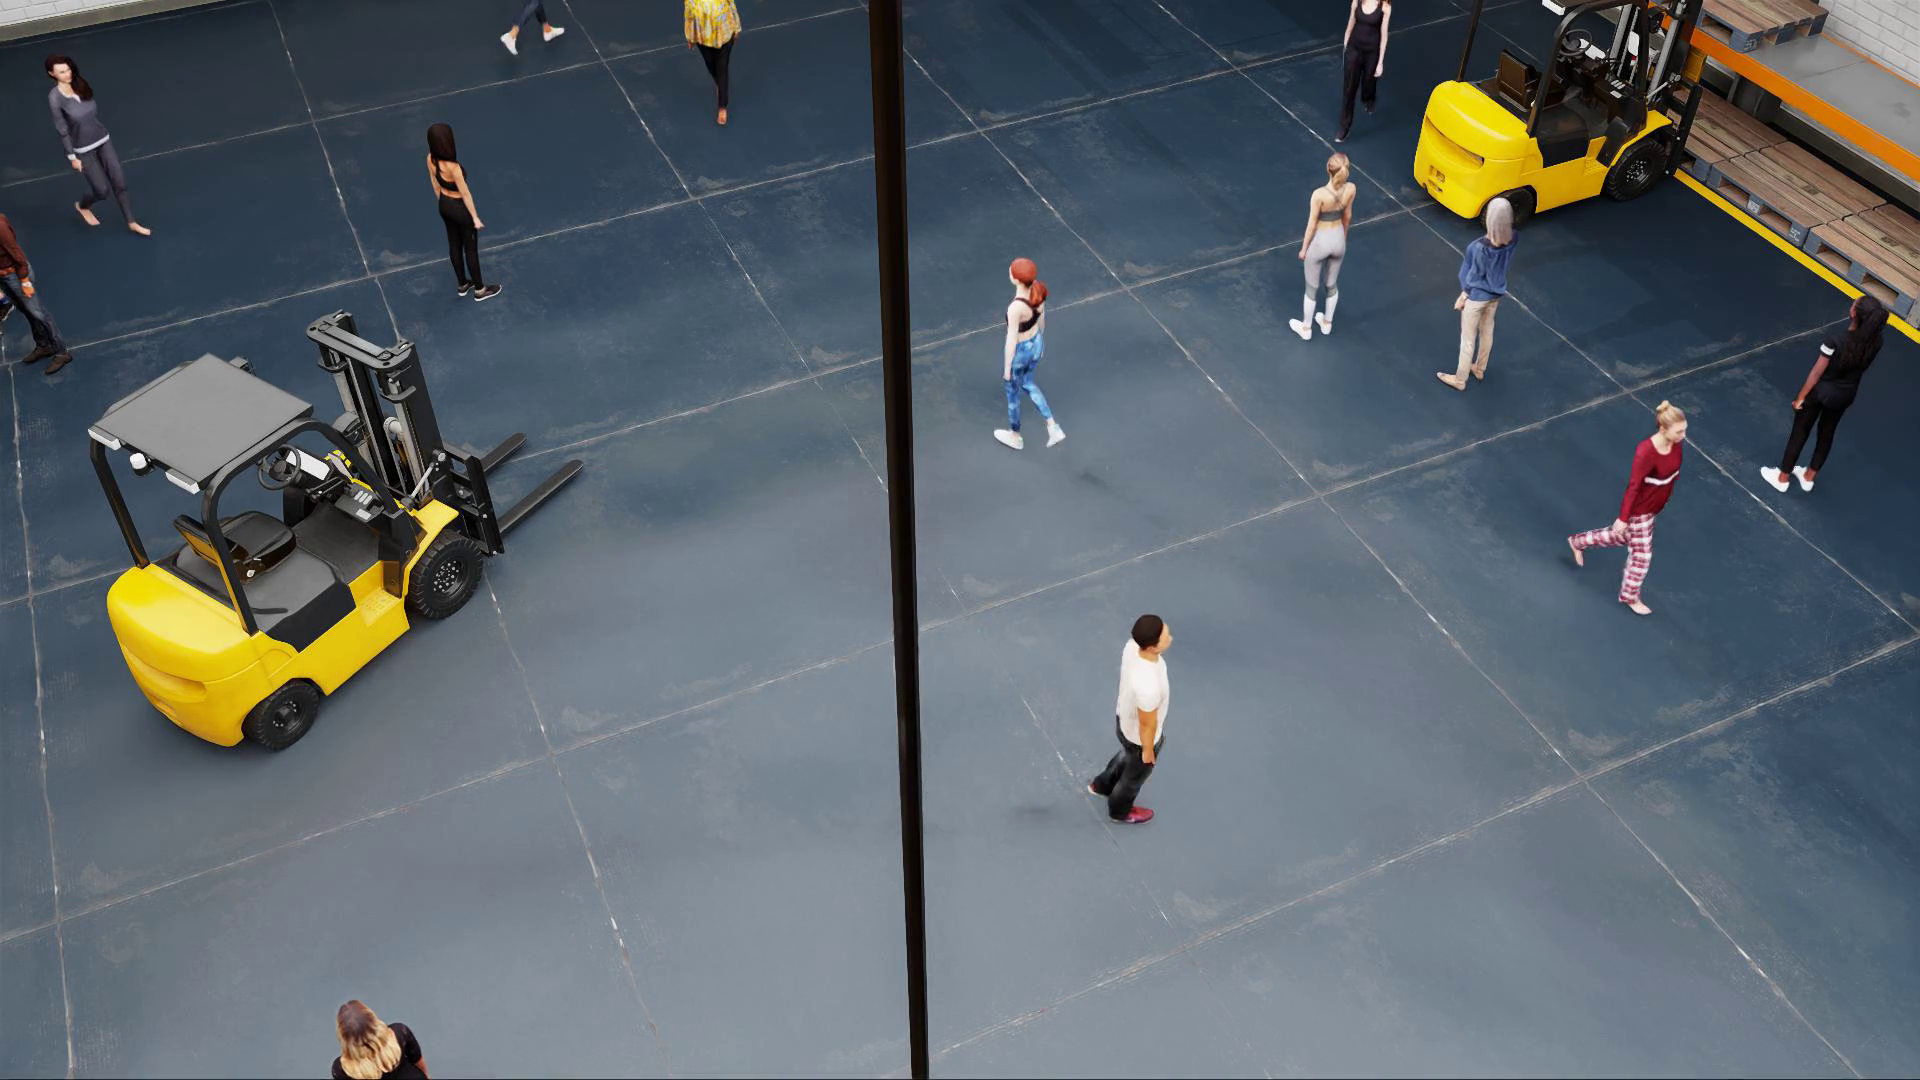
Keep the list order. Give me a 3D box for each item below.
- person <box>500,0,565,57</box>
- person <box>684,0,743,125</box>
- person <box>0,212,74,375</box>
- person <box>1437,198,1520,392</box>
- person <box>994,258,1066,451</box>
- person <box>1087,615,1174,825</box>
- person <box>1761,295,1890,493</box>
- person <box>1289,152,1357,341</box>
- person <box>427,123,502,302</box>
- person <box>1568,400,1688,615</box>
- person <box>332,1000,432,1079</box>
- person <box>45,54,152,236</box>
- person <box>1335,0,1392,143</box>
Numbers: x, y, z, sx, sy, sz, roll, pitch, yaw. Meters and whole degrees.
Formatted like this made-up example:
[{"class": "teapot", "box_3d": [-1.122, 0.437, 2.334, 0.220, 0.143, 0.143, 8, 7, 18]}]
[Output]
[{"class": "person", "box_3d": [-4.561, -5.897, 17.198, 1.104, 1.788, 0.950, 31, 52, 29]}, {"class": "person", "box_3d": [-2.418, -5.003, 16.380, 0.979, 1.619, 1.152, 1, 44, 1]}, {"class": "person", "box_3d": [-7.552, -2.138, 13.260, 0.652, 1.776, 0.779, 25, 49, 24]}, {"class": "person", "box_3d": [4.123, -1.941, 13.118, 0.655, 1.698, 0.621, -26, 50, -25]}, {"class": "person", "box_3d": [0.543, -1.324, 12.414, 0.963, 1.775, 0.785, 31, 52, 29]}, {"class": "person", "box_3d": [0.979, 1.084, 9.872, 0.837, 1.794, 0.752, -3, 44, -3]}, {"class": "person", "box_3d": [6.371, -1.060, 12.162, 0.683, 1.730, 0.677, -6, 44, -6]}, {"class": "person", "box_3d": [2.988, -2.398, 13.587, 0.580, 1.702, 0.563, -12, 45, -12]}, {"class": "person", "box_3d": [-4.246, -2.764, 14.013, 0.589, 1.644, 0.685, 23, 48, 22]}, {"class": "person", "box_3d": [4.615, -0.272, 11.379, 0.789, 1.668, 1.048, -30, 51, -28]}, {"class": "person", "box_3d": [-2.786, 2.759, 8.191, 0.597, 1.677, 0.555, -32, 52, -29]}, {"class": "person", "box_3d": [-7.737, -3.485, 14.690, 1.001, 1.753, 0.925, 15, 46, 16]}, {"class": "person", "box_3d": [3.920, -4.704, 15.987, 0.983, 1.729, 0.997, 19, 47, 19]}]
